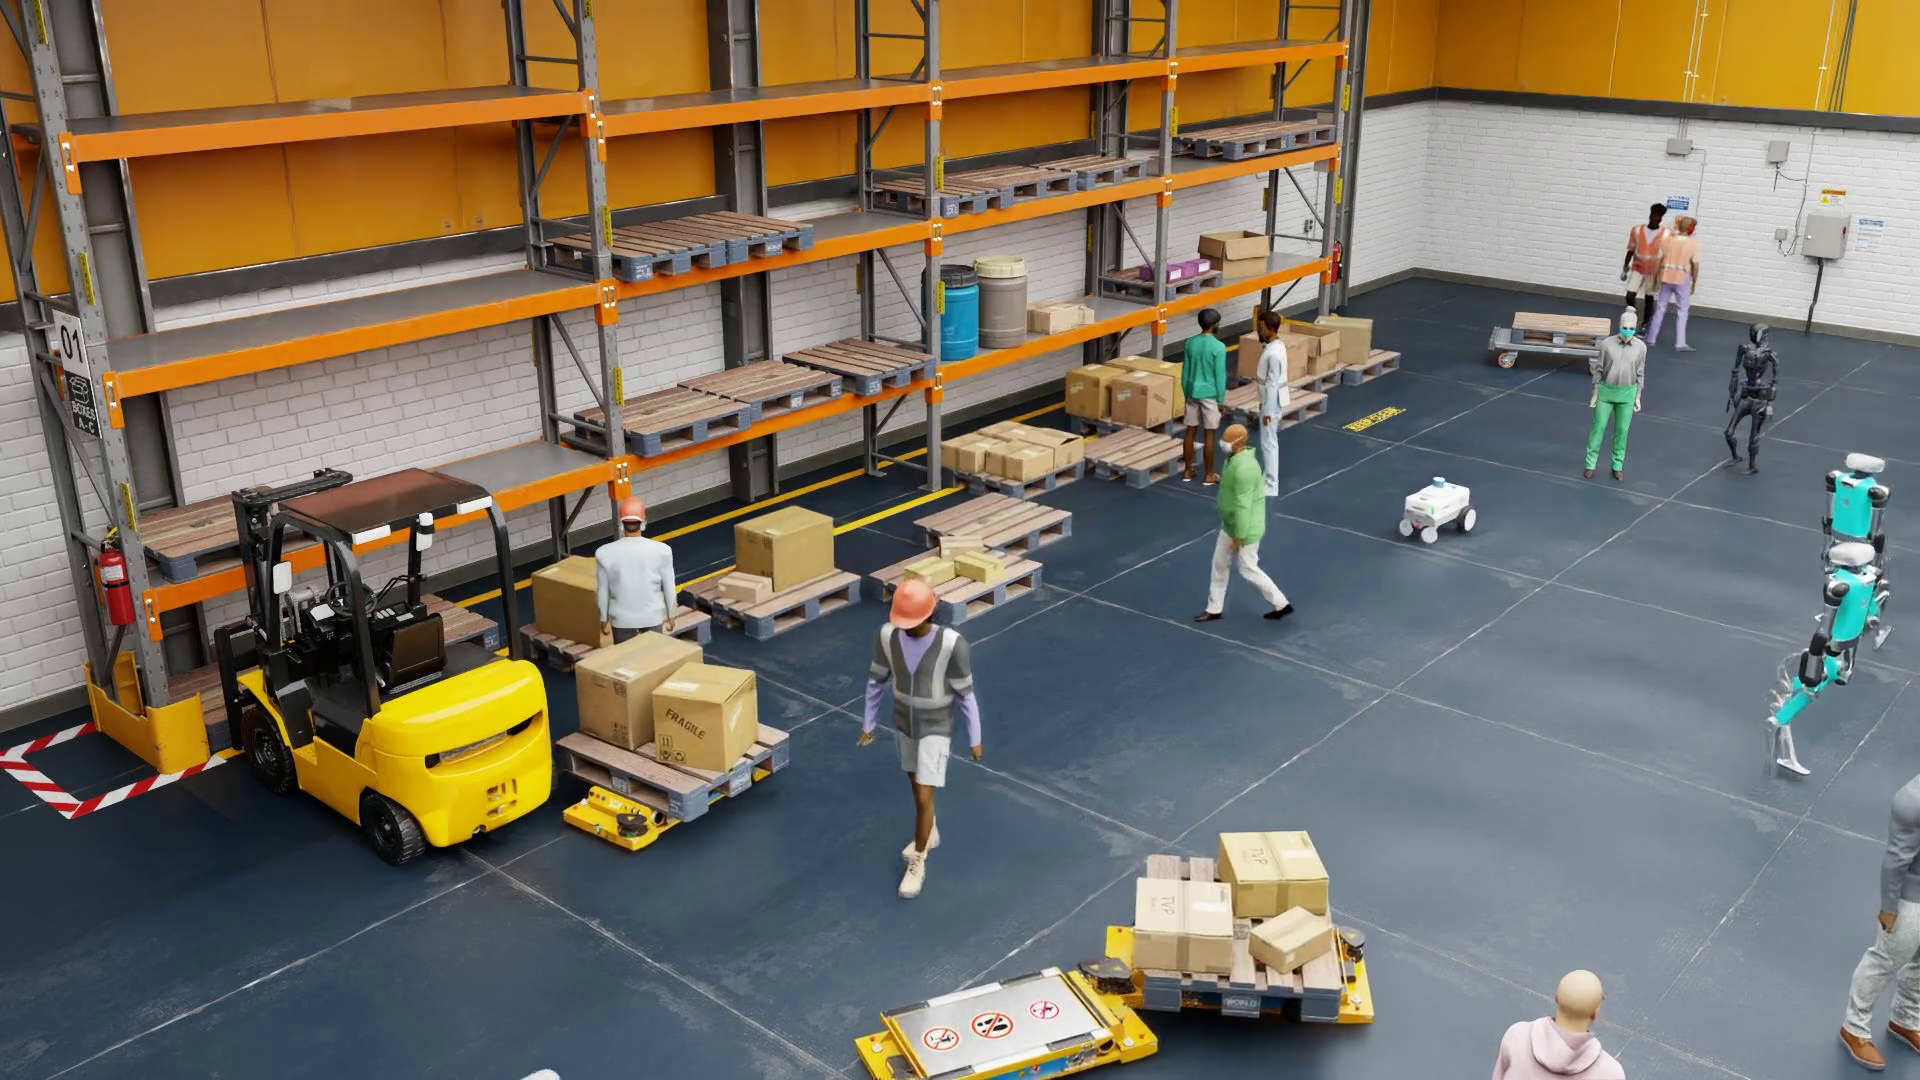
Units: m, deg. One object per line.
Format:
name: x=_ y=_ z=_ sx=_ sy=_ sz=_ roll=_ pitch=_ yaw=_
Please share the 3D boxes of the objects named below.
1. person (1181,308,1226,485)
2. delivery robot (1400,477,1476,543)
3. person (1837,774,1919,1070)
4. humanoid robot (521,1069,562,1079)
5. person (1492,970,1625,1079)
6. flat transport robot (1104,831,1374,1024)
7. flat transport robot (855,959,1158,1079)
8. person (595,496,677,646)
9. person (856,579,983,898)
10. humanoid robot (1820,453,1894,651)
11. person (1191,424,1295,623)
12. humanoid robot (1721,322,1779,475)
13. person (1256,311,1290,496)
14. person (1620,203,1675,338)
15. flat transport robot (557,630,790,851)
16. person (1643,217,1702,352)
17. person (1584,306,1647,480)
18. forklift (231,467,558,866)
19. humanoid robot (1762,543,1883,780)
person: x=2.523 y=-1.485 z=17.297 sx=0.493 sy=1.847 sz=0.396 roll=16 pitch=26 yaw=37
delivery robot: x=4.586 y=-0.305 z=15.992 sx=0.785 sy=0.613 sz=0.525 roll=-19 pitch=27 yaw=-41
person: x=4.870 y=1.783 z=8.343 sx=0.639 sy=1.926 sz=0.389 roll=-5 pitch=21 yaw=-13
humanoid robot: x=-1.679 y=2.813 z=5.886 sx=0.884 sy=1.815 sz=0.558 roll=-15 pitch=25 yaw=-35
person: x=2.328 y=2.499 z=6.609 sx=0.539 sy=1.775 sz=0.405 roll=14 pitch=24 yaw=33
flat transport robot: x=1.520 y=2.353 z=9.175 sx=1.431 sy=0.231 sz=0.659 roll=2 pitch=20 yaw=7
flat transport robot: x=0.239 y=2.571 z=8.585 sx=1.431 sy=0.231 sz=0.659 roll=-9 pitch=22 yaw=-22
person: x=-2.330 y=0.523 z=12.006 sx=0.572 sy=1.742 sz=0.352 roll=-4 pitch=21 yaw=-10
person: x=-0.260 y=1.145 z=9.964 sx=0.752 sy=1.986 sz=0.865 roll=10 pitch=23 yaw=25
humanoid robot: x=7.228 y=0.136 z=13.098 sx=0.966 sy=1.773 sz=0.543 roll=-8 pitch=22 yaw=-20
person: x=2.382 y=-0.124 z=13.755 sx=0.802 sy=1.751 sz=0.545 roll=-2 pitch=20 yaw=-6
humanoid robot: x=8.396 y=-1.493 z=17.572 sx=0.358 sy=1.644 sz=0.584 roll=-10 pitch=22 yaw=-25
person: x=3.168 y=-1.391 z=16.961 sx=0.384 sy=1.909 sz=0.586 roll=3 pitch=20 yaw=8
person: x=9.613 y=-3.762 z=23.345 sx=0.681 sy=1.925 sz=0.680 roll=14 pitch=24 yaw=33
flat transport robot: x=-1.906 y=1.621 z=11.160 sx=0.659 sy=0.231 sz=1.431 roll=14 pitch=24 yaw=33
person: x=9.794 y=-3.511 z=22.836 sx=0.403 sy=1.824 sz=0.730 roll=-18 pitch=27 yaw=-40
person: x=6.886 y=-1.540 z=17.439 sx=0.514 sy=1.854 sz=0.340 roll=5 pitch=21 yaw=14
forklift: x=-3.730 y=0.710 z=10.856 sx=2.313 sy=2.155 sz=1.214 roll=17 pitch=26 yaw=38
humanoid robot: x=5.683 y=0.863 z=11.240 sx=0.538 sy=1.902 sz=0.714 roll=-13 pitch=24 yaw=-32
